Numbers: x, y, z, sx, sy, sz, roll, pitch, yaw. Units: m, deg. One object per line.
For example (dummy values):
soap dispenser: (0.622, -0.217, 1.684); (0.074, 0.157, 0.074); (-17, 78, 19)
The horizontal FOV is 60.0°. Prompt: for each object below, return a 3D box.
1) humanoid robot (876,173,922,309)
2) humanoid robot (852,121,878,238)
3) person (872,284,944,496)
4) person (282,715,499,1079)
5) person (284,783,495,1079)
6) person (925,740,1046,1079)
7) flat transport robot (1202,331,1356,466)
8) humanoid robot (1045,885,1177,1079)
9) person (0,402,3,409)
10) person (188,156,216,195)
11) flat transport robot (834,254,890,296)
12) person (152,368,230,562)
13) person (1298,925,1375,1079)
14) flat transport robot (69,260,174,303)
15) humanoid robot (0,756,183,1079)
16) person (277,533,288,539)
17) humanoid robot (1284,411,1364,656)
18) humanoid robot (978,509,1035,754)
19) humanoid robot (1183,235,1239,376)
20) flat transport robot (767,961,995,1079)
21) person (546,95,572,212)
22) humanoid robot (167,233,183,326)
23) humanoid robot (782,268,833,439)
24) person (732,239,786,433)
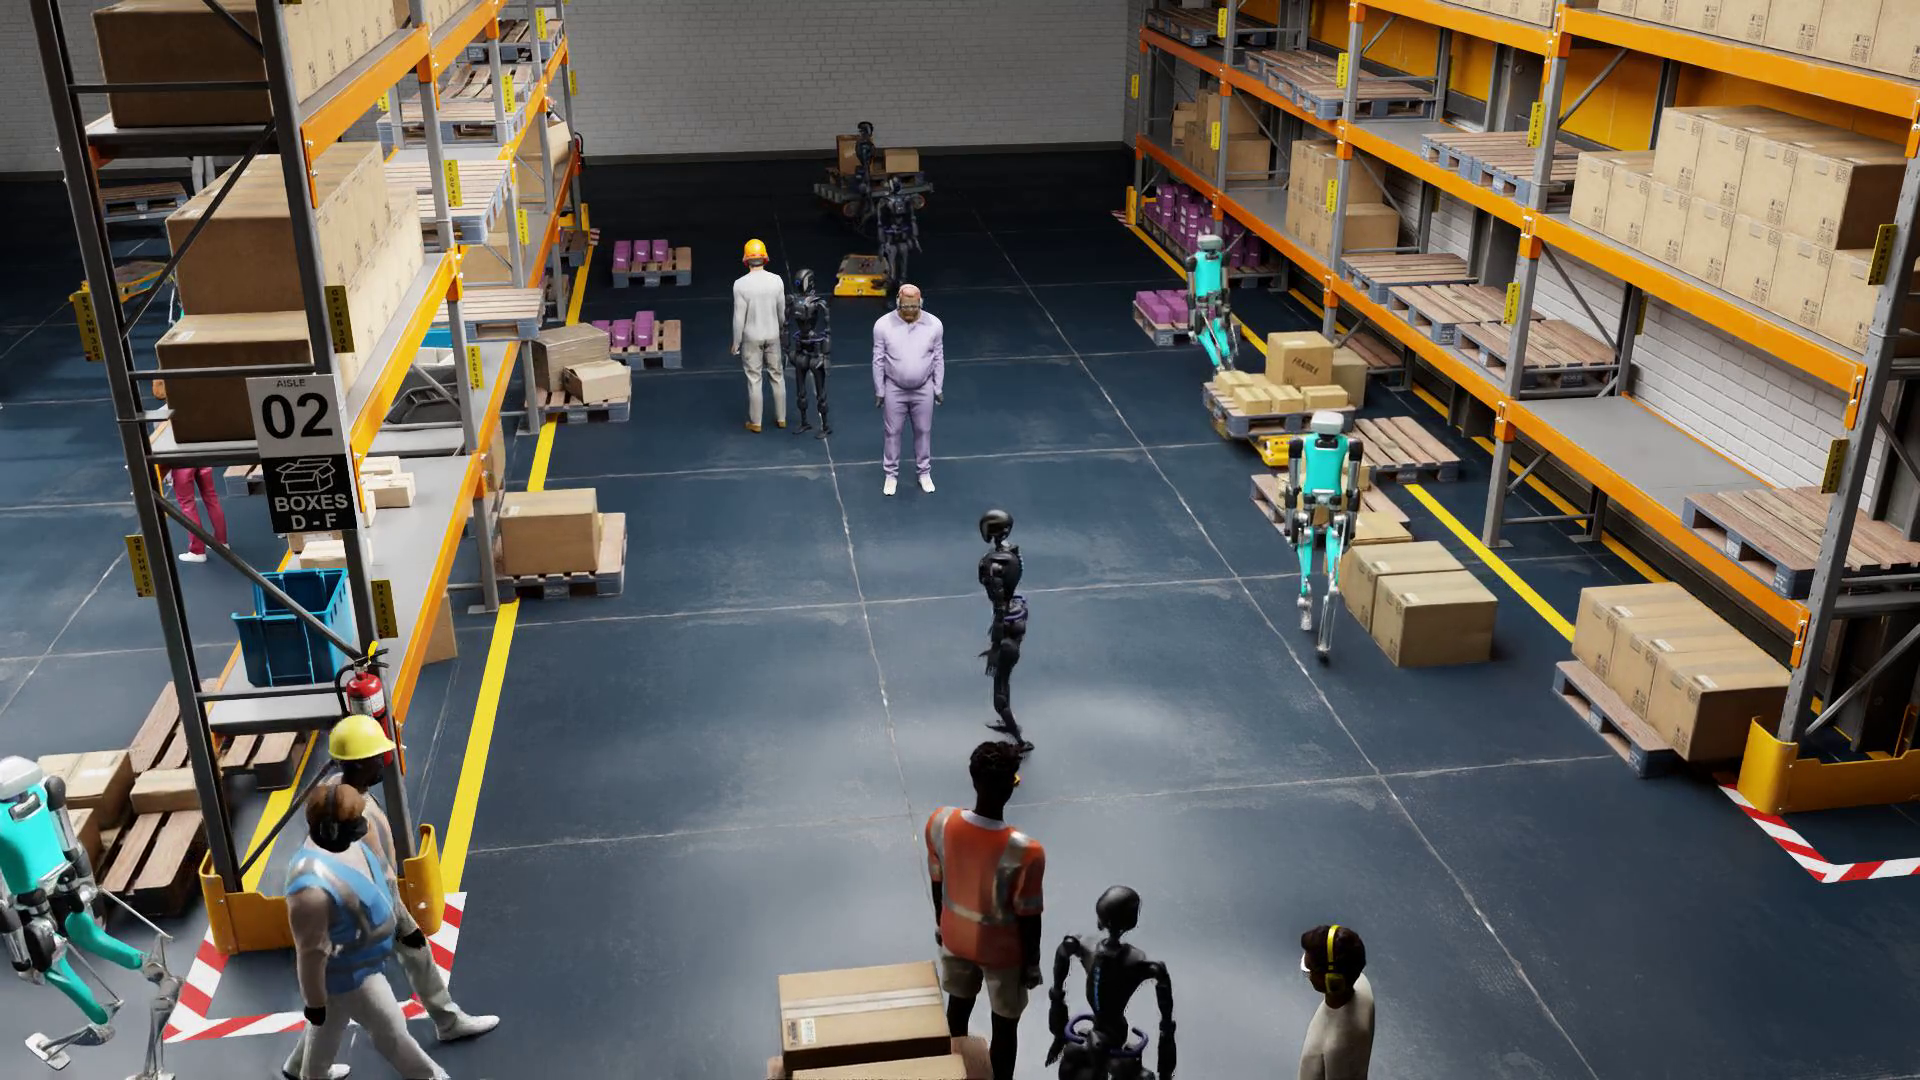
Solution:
humanoid robot: (-0.747, -3.615, 20.165); (0.588, 1.652, 0.340); (-15, 28, -31)
humanoid robot: (-1.352, -5.092, 23.529); (0.380, 1.648, 0.600); (-1, 24, -1)
person: (-0.449, -1.323, 14.665); (0.637, 1.902, 0.412); (-4, 24, -9)
person: (-2.818, 1.694, 7.824); (0.996, 1.872, 0.590); (-9, 25, -19)
person: (-2.665, 1.874, 7.513); (0.985, 1.786, 0.634); (-3, 24, -6)
person: (0.125, 1.787, 7.512); (0.602, 1.957, 0.374); (16, 28, 31)
flat transport robot: (3.085, -1.057, 16.085); (0.659, 0.231, 1.431); (-3, 24, -8)
humanoid robot: (0.628, 2.185, 6.967); (0.611, 1.648, 0.342); (12, 26, 25)
person: (-10.071, -2.242, 16.694); (0.491, 1.952, 0.422); (-16, 28, -32)
person: (-11.579, -5.976, 25.351); (0.430, 1.834, 0.627); (7, 25, 15)
flat transport robot: (-1.221, -3.425, 21.481); (0.659, 0.231, 1.431); (1, 24, 2)
person: (-6.212, -0.608, 13.374); (0.283, 1.628, 0.499); (11, 26, 23)
person: (1.406, 2.286, 6.489); (0.329, 1.865, 0.513); (8, 25, 17)
flat transport robot: (-10.569, -3.283, 21.158); (0.659, 0.231, 1.431); (4, 24, 10)
humanoid robot: (-4.040, 1.822, 7.697); (0.983, 1.726, 0.534); (6, 24, 14)
person: (-5.610, -0.867, 13.816); (0.565, 1.743, 0.346); (-13, 27, -28)
humanoid robot: (2.569, 0.031, 11.841); (0.535, 1.774, 1.015); (4, 24, 8)
humanoid robot: (0.297, 0.571, 10.618); (0.374, 1.639, 0.605); (1, 24, 3)
humanoid robot: (2.628, -2.131, 16.739); (0.534, 1.775, 0.841); (-12, 27, -26)
flat transport robot: (-0.297, 2.846, 7.193); (1.431, 0.231, 0.659); (-3, 24, -8)
person: (-6.163, -5.857, 25.196); (0.375, 1.737, 0.578); (-13, 27, -27)
humanoid robot: (-8.207, -2.501, 17.626); (0.547, 1.830, 0.877); (3, 24, 8)
humanoid robot: (-1.459, -1.800, 16.017); (0.588, 1.653, 0.325); (13, 27, 26)
person: (-1.941, -1.976, 16.162); (0.567, 1.893, 0.374); (-10, 26, -22)
